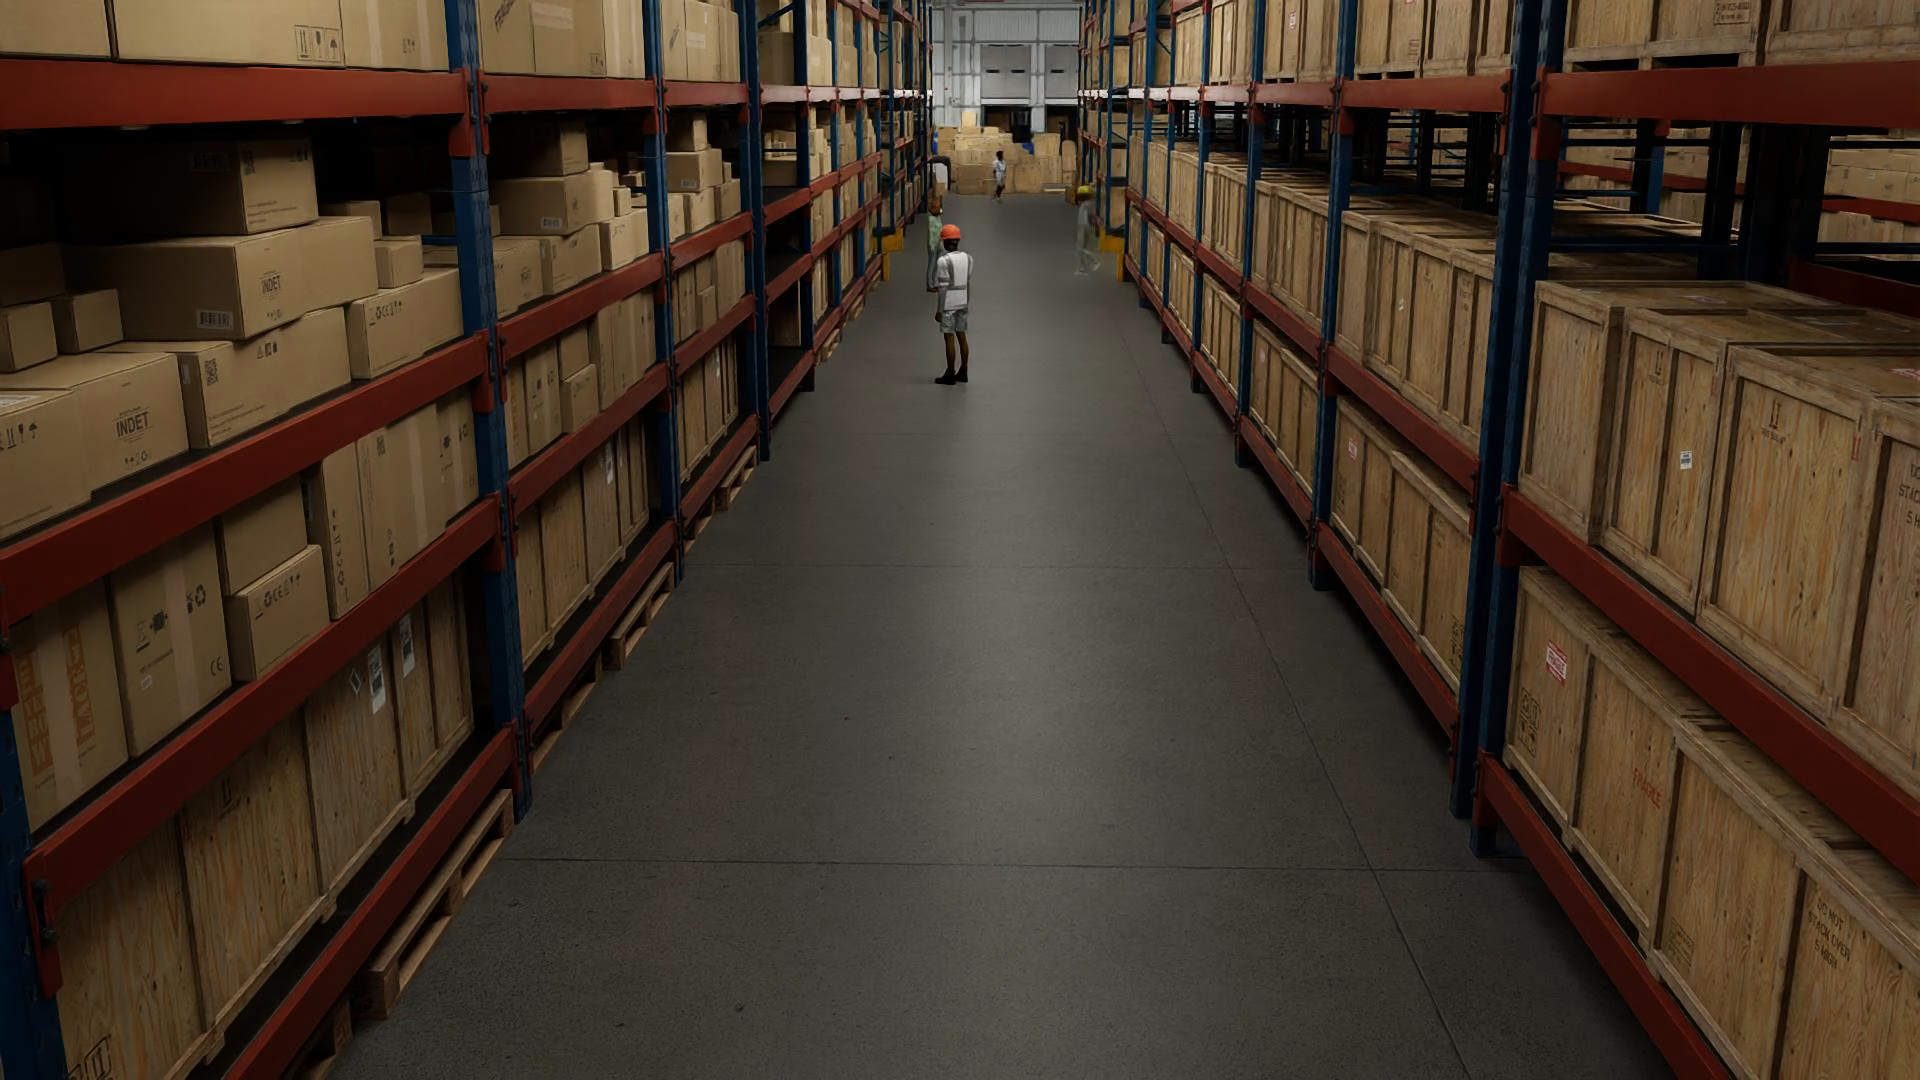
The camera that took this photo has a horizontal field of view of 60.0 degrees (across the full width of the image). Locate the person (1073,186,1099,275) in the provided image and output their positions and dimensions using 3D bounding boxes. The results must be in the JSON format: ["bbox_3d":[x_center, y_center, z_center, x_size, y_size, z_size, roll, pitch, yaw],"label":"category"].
[{"bbox_3d":[2.427,-5.995,32.278,0.436,1.735,0.485,1,15,4],"label":"person"}]

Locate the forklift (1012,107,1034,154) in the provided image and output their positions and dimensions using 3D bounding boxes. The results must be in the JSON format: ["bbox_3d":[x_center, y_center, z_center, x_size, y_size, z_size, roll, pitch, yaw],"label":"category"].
[{"bbox_3d":[3.048,-19.895,81.816,1.129,2.768,1.873,-7,17,-24],"label":"forklift"}]

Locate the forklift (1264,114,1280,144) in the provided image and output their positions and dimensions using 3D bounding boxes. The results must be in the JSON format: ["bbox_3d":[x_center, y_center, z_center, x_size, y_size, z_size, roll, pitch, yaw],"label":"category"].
[{"bbox_3d":[10.567,-13.450,57.835,1.129,2.768,1.873,11,19,36],"label":"forklift"}]

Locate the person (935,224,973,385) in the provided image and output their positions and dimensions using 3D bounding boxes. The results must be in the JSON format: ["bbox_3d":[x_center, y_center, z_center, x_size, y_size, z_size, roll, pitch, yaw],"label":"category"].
[{"bbox_3d":[-0.094,-2.857,20.205,0.351,1.941,0.545,14,20,41],"label":"person"}]

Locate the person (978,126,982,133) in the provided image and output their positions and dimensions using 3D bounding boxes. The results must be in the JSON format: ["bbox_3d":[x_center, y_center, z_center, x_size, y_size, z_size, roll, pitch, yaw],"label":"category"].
[{"bbox_3d":[1.020,-19.632,82.754,1.006,1.866,0.586,5,16,18],"label":"person"}]

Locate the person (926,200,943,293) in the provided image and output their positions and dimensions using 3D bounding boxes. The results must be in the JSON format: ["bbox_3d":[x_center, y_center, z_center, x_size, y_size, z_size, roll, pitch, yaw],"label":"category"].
[{"bbox_3d":[-0.444,-5.218,29.590,0.280,1.625,0.492,5,16,19],"label":"person"}]

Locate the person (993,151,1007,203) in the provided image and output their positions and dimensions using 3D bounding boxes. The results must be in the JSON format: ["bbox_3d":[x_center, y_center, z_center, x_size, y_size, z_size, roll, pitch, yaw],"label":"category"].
[{"bbox_3d":[1.256,-11.716,53.655,0.539,1.683,0.444,-12,19,-37],"label":"person"}]

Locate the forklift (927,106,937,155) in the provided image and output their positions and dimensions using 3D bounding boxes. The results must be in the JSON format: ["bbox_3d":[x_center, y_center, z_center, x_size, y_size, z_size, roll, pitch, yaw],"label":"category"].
[{"bbox_3d":[-1.913,-20.495,84.046,1.129,2.768,1.873,-5,16,-18],"label":"forklift"}]

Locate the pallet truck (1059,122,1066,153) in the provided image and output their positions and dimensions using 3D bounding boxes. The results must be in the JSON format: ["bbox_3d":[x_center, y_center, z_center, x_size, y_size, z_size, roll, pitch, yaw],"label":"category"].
[{"bbox_3d":[5.788,-21.111,88.014,1.885,1.965,0.823,5,16,18],"label":"pallet truck"}]
